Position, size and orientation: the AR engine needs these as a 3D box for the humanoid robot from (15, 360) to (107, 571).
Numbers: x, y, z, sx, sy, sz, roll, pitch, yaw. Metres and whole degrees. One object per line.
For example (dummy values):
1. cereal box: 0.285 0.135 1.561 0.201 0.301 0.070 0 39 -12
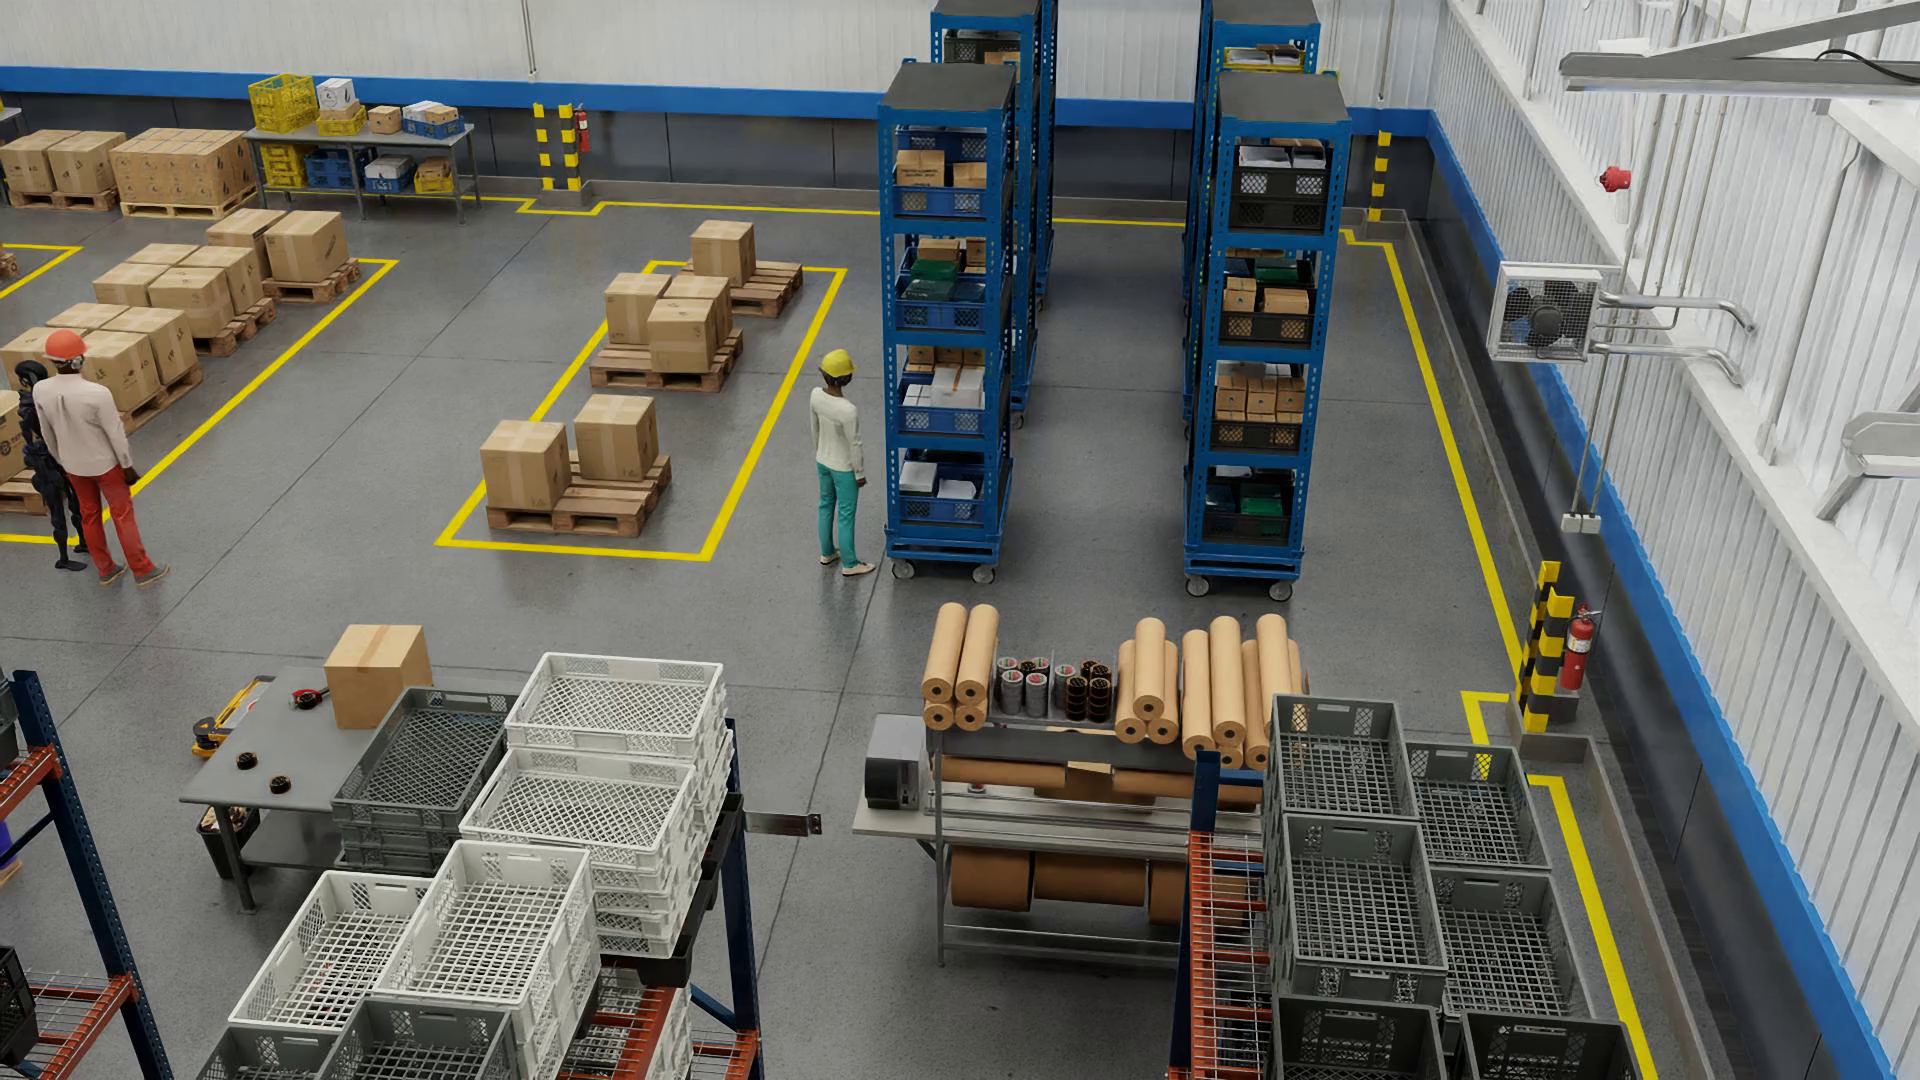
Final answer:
1. humanoid robot: -6.649 -0.564 12.242 0.346 1.651 0.565 2 30 4

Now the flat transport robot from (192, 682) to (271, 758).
1. flat transport robot: -4.089 1.163 10.648 1.431 0.197 0.652 3 30 6

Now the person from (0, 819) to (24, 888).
1. person: -5.719 1.063 9.088 0.679 2.000 0.536 11 32 19

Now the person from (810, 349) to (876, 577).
1. person: -0.874 -0.566 12.157 0.309 1.768 0.521 -25 38 -35

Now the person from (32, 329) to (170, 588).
1. person: -6.210 -0.572 11.941 0.610 1.994 0.392 5 31 8
